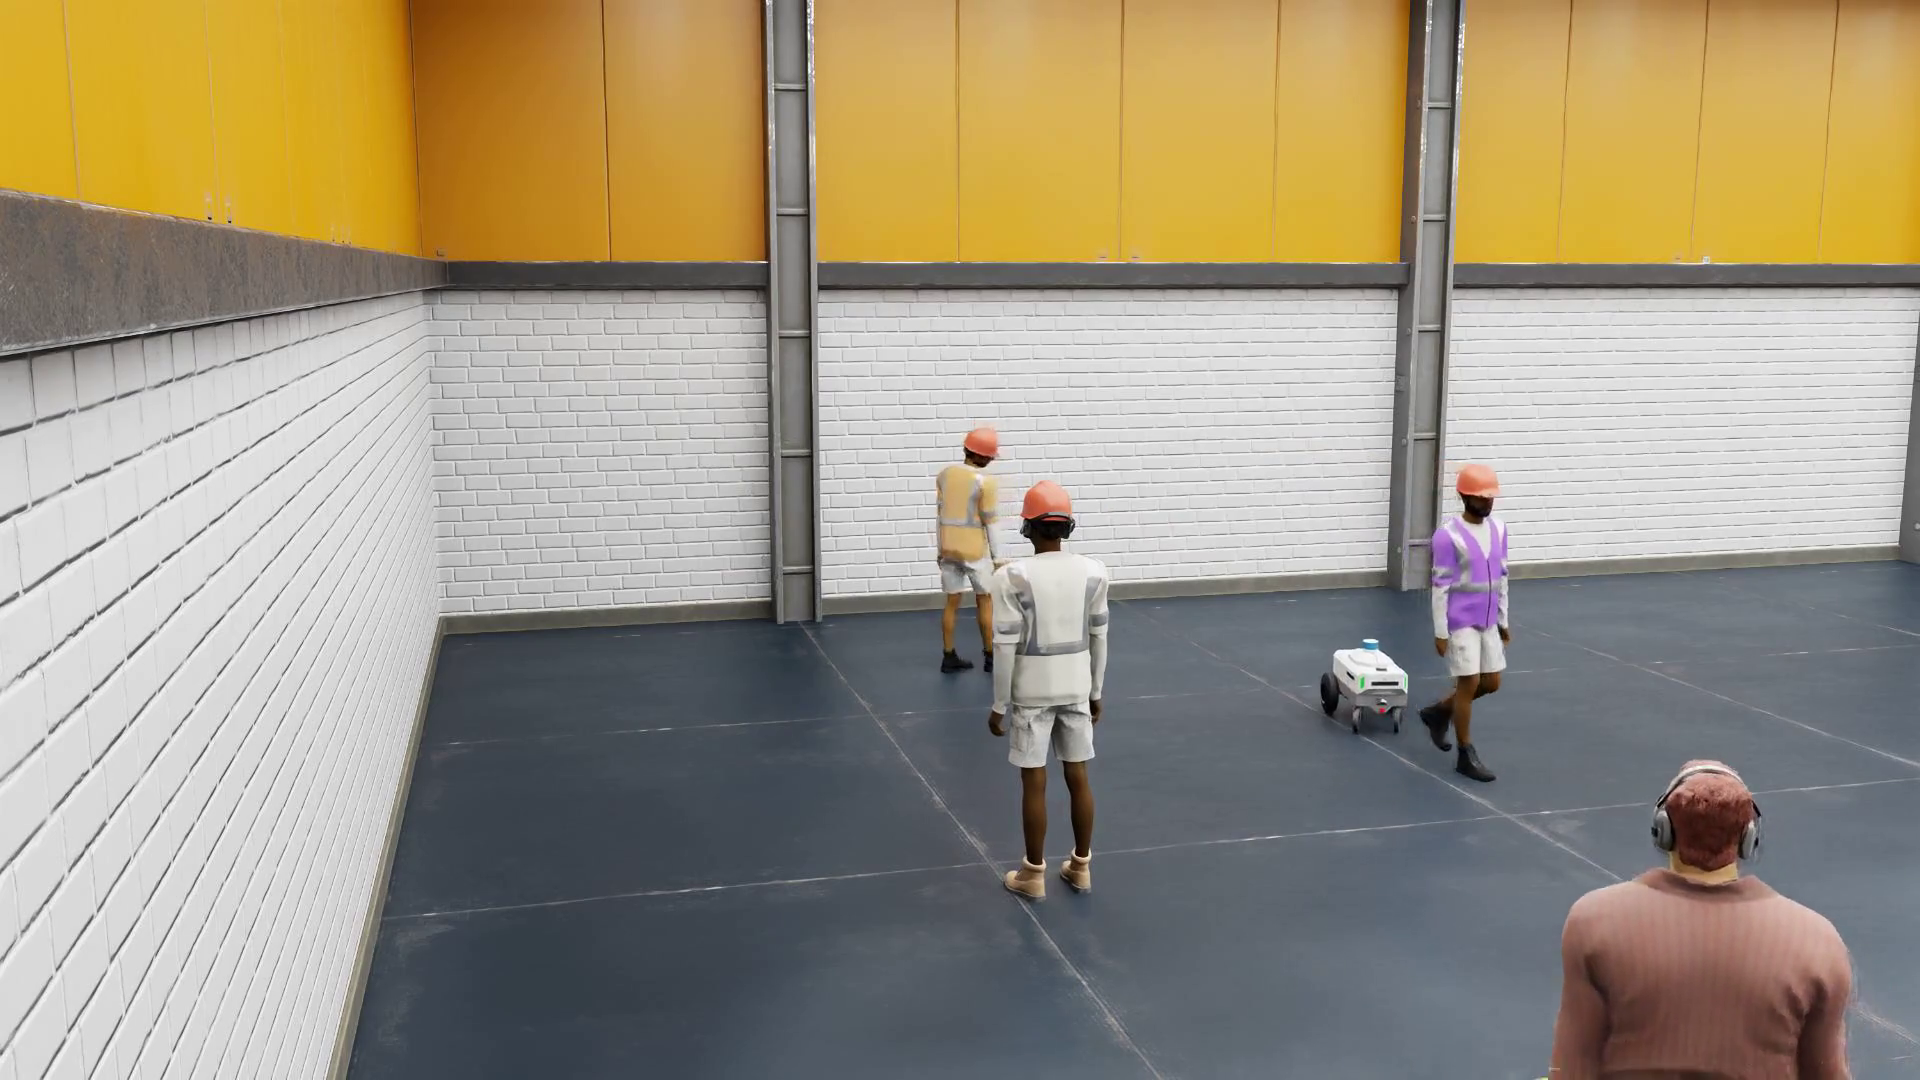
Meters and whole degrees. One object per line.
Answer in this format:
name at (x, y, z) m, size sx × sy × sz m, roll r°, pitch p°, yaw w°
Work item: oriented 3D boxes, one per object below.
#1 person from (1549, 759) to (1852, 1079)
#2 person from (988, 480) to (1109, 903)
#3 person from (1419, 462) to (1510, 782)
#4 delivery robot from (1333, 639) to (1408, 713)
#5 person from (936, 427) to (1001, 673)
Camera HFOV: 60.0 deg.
person at (1.758, 1.470, 3.995) m, size 0.656 × 1.876 × 0.904 m, roll 3°, pitch 10°, yaw 19°
person at (0.418, 0.730, 8.054) m, size 0.607 × 2.045 × 0.390 m, roll -3°, pitch 10°, yaw -20°
person at (3.057, 0.470, 10.084) m, size 0.560 × 1.918 × 0.611 m, roll -5°, pitch 10°, yaw -28°
delivery robot at (2.768, 0.916, 11.236) m, size 0.477 × 0.478 × 0.707 m, roll 0°, pitch 9°, yaw -2°
person at (0.087, 0.081, 12.605) m, size 0.556 × 1.894 × 0.504 m, roll 7°, pitch 11°, yaw 36°
